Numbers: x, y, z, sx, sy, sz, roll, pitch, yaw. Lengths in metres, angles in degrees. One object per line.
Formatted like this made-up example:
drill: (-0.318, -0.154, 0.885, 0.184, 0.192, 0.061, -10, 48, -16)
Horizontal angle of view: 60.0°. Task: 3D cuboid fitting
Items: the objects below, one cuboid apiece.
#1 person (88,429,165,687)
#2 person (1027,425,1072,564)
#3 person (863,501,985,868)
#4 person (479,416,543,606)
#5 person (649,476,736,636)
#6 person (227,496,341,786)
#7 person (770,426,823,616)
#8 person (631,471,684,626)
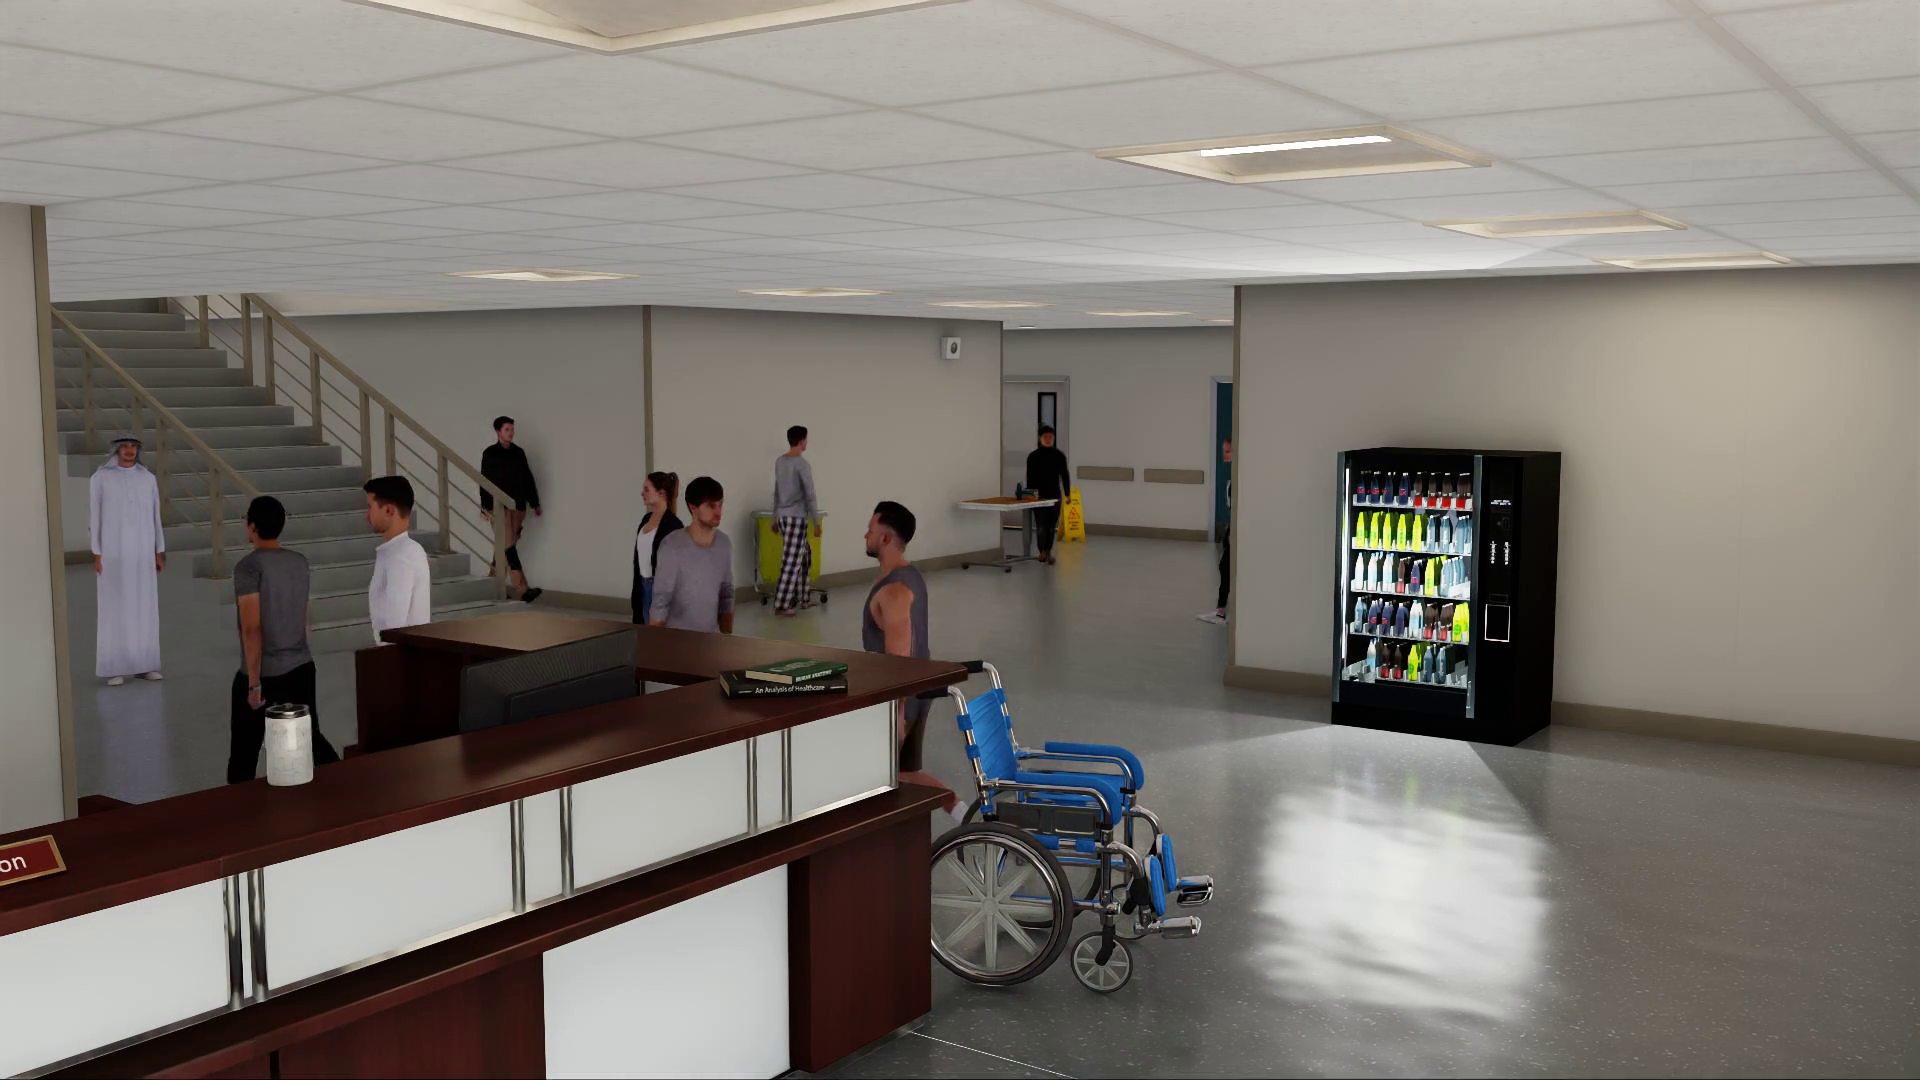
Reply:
person: (-6.349, 0.115, 12.663, 0.678, 1.931, 0.721, 5, 8, 43)
person: (1.059, -0.550, 20.469, 1.058, 1.692, 1.086, -1, 6, -9)
person: (-0.211, 0.742, 7.670, 1.121, 1.828, 0.894, 1, 6, 11)
person: (-4.612, -0.268, 16.742, 1.170, 1.875, 0.707, 4, 7, 35)
person: (-1.510, 0.593, 8.805, 1.315, 1.751, 0.671, 4, 7, 32)
person: (-3.297, 0.668, 8.194, 1.191, 1.725, 0.782, 3, 6, 24)
person: (-1.668, -0.171, 16.015, 0.832, 1.829, 0.892, -5, 8, -43)
person: (-2.038, 0.365, 11.416, 0.727, 1.683, 0.557, -6, 8, -44)
